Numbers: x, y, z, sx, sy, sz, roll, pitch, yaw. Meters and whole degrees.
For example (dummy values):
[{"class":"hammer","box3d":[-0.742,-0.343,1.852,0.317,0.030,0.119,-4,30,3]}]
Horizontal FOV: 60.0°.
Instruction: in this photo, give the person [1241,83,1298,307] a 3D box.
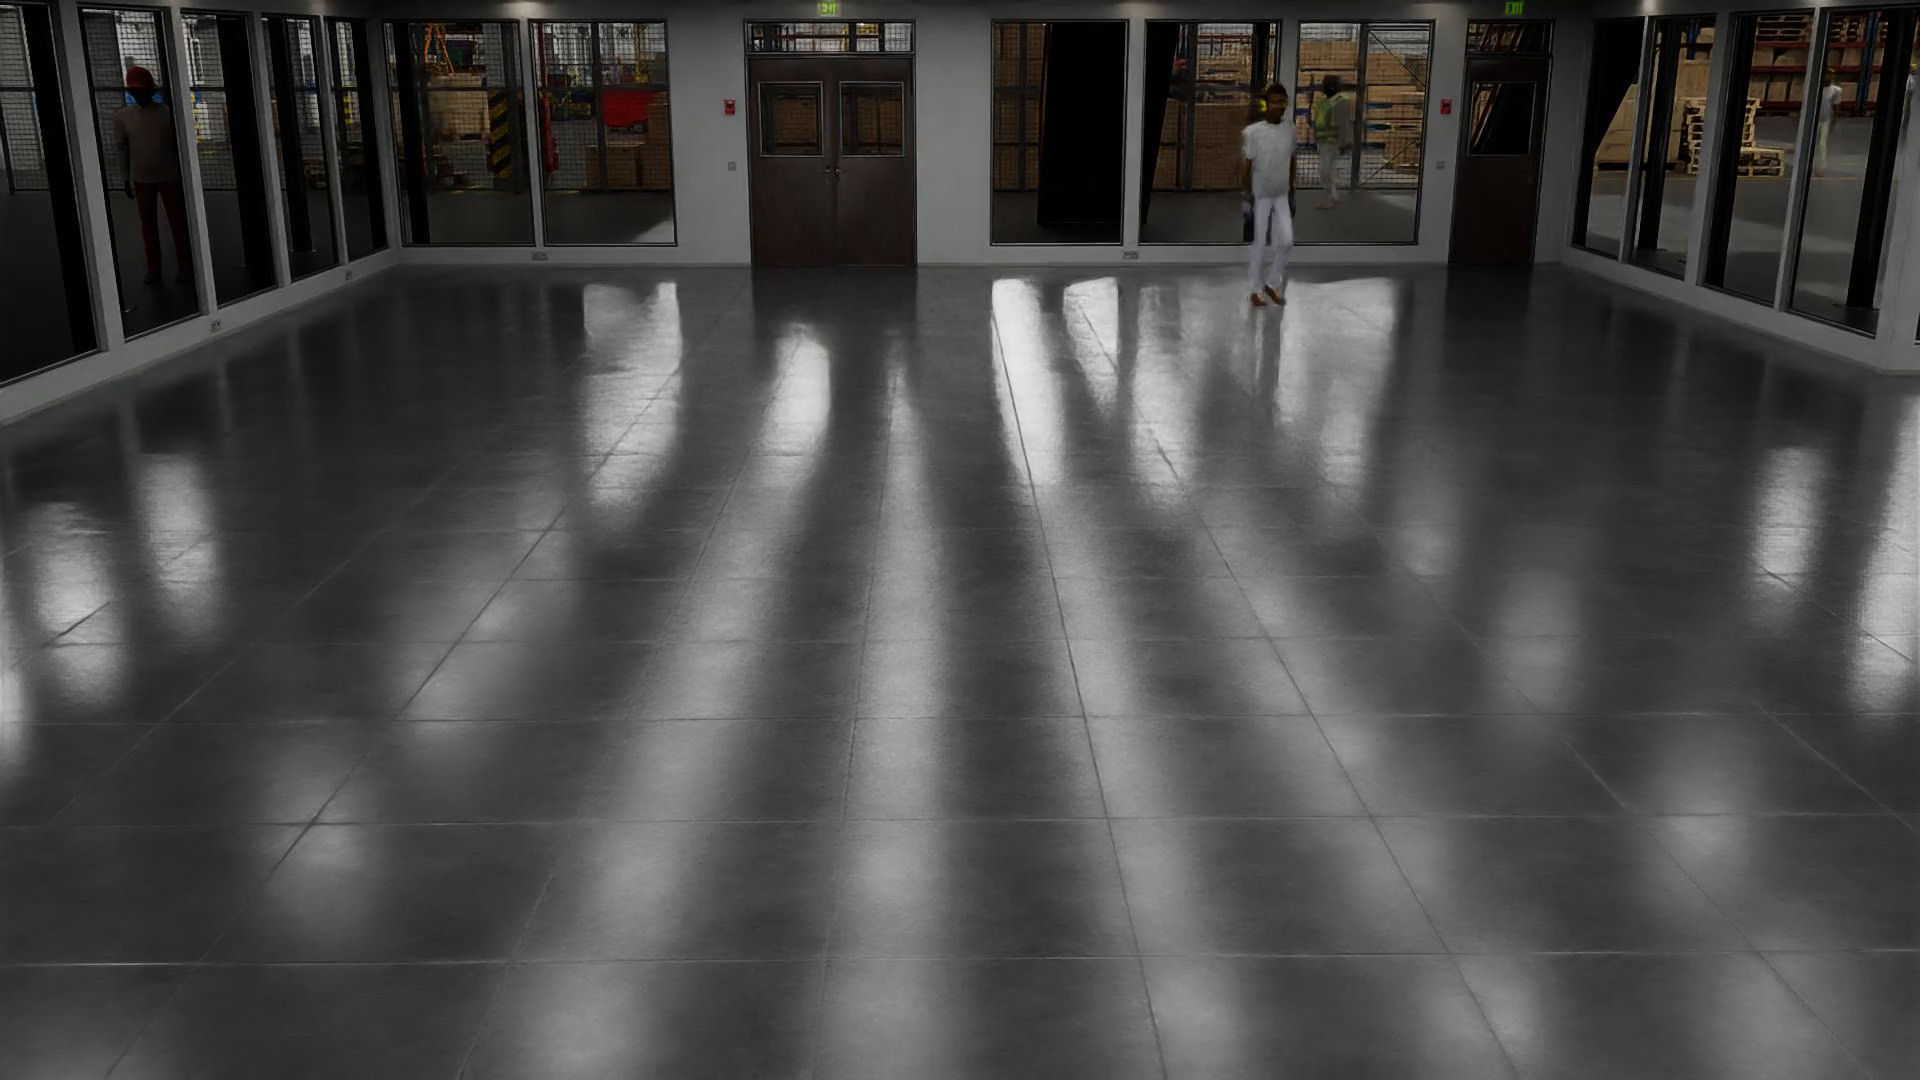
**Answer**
[{"class":"person","box3d":[2.619,-2.877,13.988,0.554,1.854,0.521,-5,17,-17]}]
